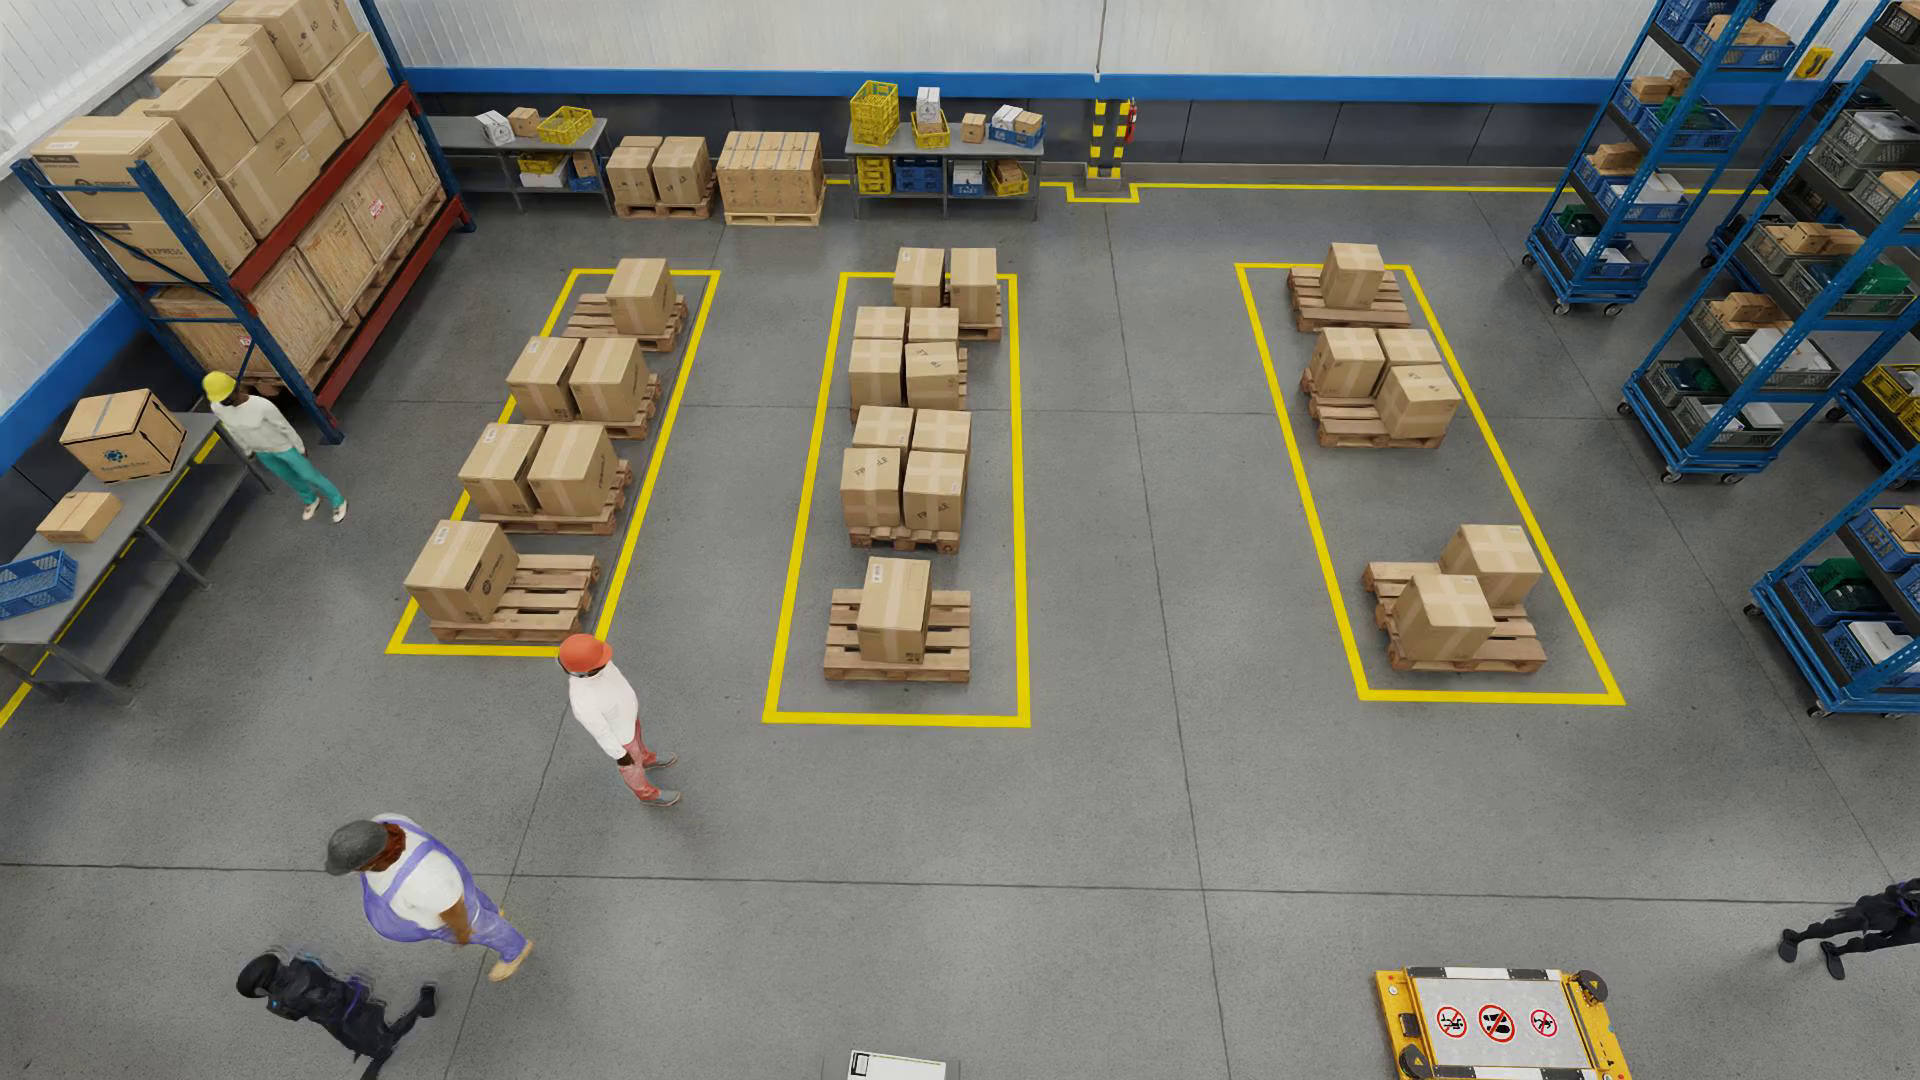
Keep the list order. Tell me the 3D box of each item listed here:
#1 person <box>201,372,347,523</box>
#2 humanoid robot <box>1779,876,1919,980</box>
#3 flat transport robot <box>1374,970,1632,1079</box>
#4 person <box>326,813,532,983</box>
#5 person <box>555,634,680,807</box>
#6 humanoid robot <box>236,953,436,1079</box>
[{"bbox_3d":[-6.141,-0.812,8.188,0.539,1.757,0.339,0,51,0],"label":"person"},{"bbox_3d":[5.863,2.358,5.645,0.601,1.657,0.330,20,53,15],"label":"humanoid robot"},{"bbox_3d":[3.501,3.133,5.914,1.431,0.197,0.652,1,51,1],"label":"flat transport robot"},{"bbox_3d":[-3.223,2.191,5.558,0.687,2.000,0.537,34,59,25],"label":"person"},{"bbox_3d":[-2.362,1.249,6.355,0.379,1.993,0.621,-11,52,-8],"label":"person"},{"bbox_3d":[-3.602,2.740,5.347,0.606,1.640,0.577,9,51,8],"label":"humanoid robot"}]
